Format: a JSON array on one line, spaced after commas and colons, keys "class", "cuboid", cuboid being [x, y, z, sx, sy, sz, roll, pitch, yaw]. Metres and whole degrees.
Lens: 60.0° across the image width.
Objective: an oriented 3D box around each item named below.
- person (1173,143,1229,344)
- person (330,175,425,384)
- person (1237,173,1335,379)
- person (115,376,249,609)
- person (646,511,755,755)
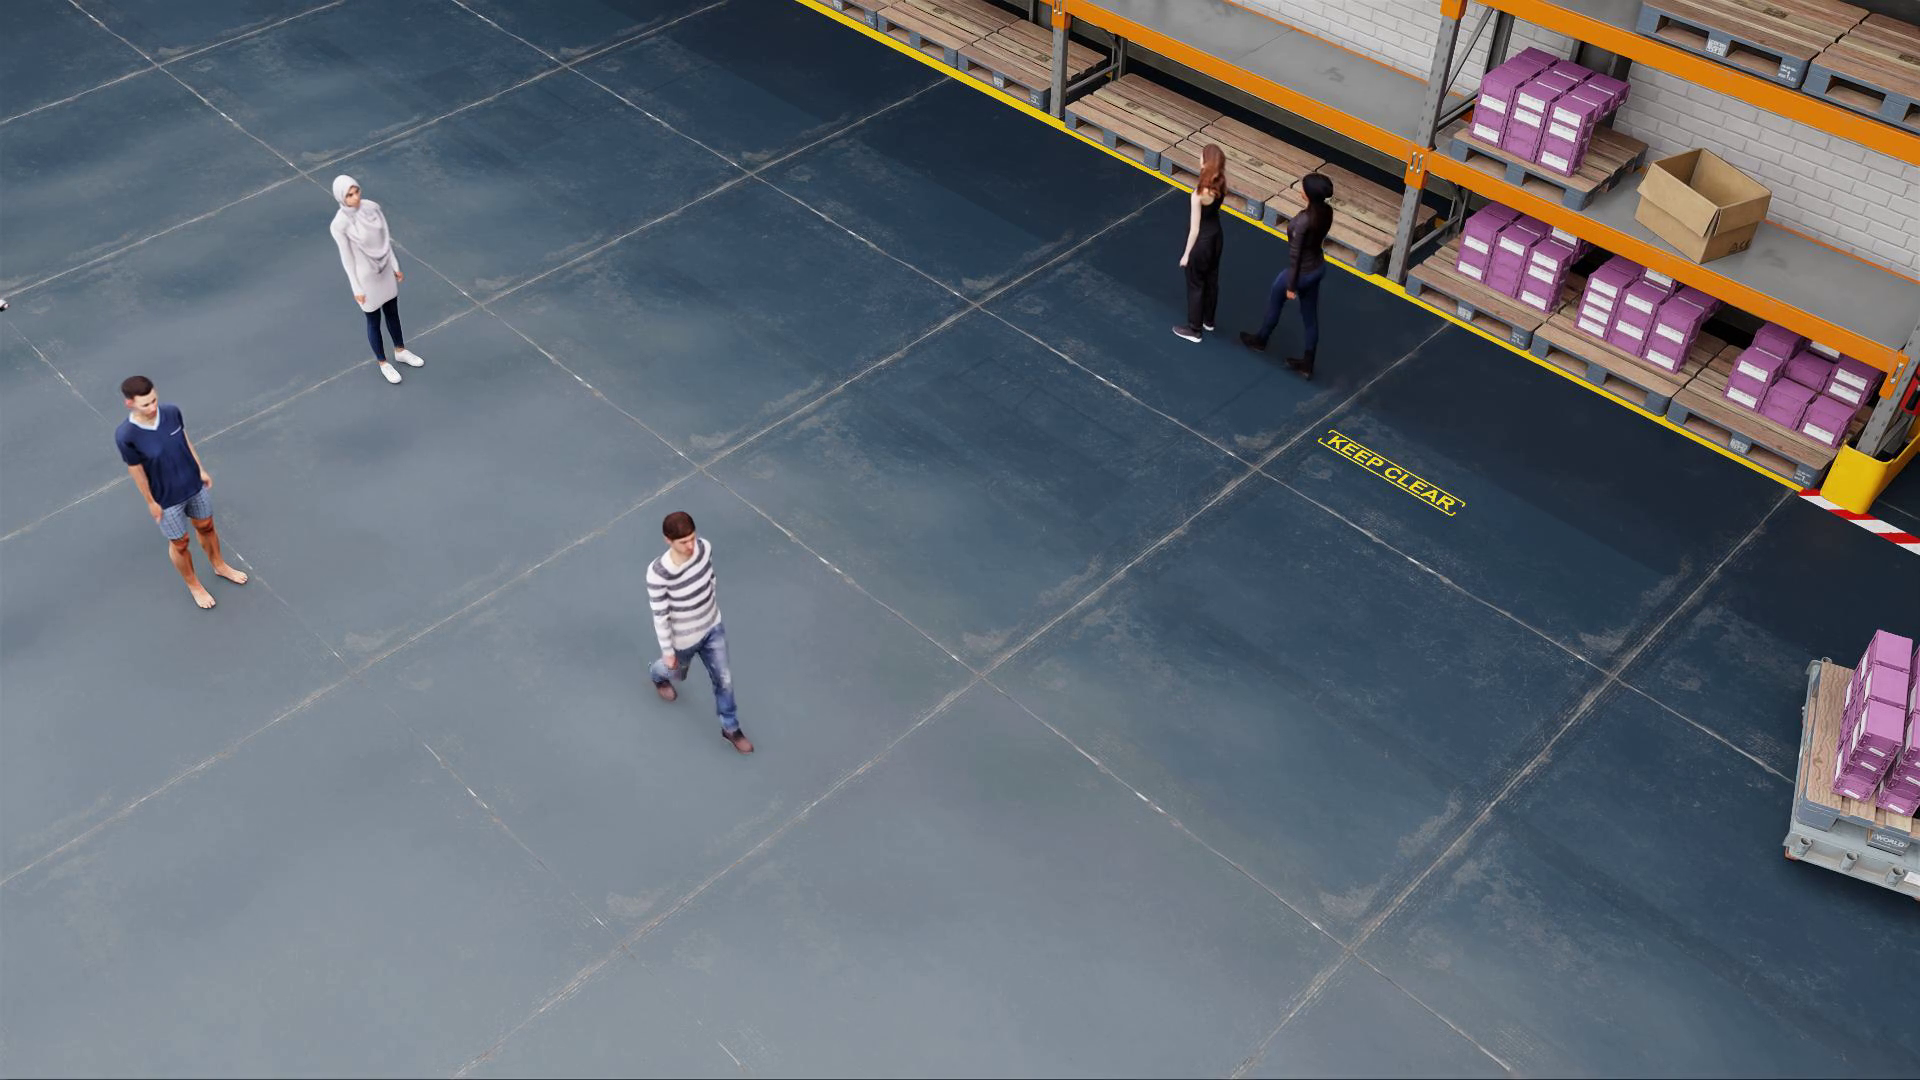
[{"class": "person", "cuboid": [1.968, -2.384, 13.354, 0.514, 1.746, 0.598, 31, 52, 29]}, {"class": "person", "cuboid": [-4.590, -2.057, 12.989, 0.596, 1.776, 0.653, 24, 48, 23]}, {"class": "person", "cuboid": [2.758, -2.028, 12.996, 0.656, 1.724, 0.943, -33, 53, -30]}, {"class": "person", "cuboid": [-5.273, -0.354, 11.153, 0.618, 1.843, 0.662, 25, 49, 24]}, {"class": "person", "cuboid": [-1.727, 0.507, 10.269, 0.677, 1.815, 1.172, -32, 52, -29]}]
